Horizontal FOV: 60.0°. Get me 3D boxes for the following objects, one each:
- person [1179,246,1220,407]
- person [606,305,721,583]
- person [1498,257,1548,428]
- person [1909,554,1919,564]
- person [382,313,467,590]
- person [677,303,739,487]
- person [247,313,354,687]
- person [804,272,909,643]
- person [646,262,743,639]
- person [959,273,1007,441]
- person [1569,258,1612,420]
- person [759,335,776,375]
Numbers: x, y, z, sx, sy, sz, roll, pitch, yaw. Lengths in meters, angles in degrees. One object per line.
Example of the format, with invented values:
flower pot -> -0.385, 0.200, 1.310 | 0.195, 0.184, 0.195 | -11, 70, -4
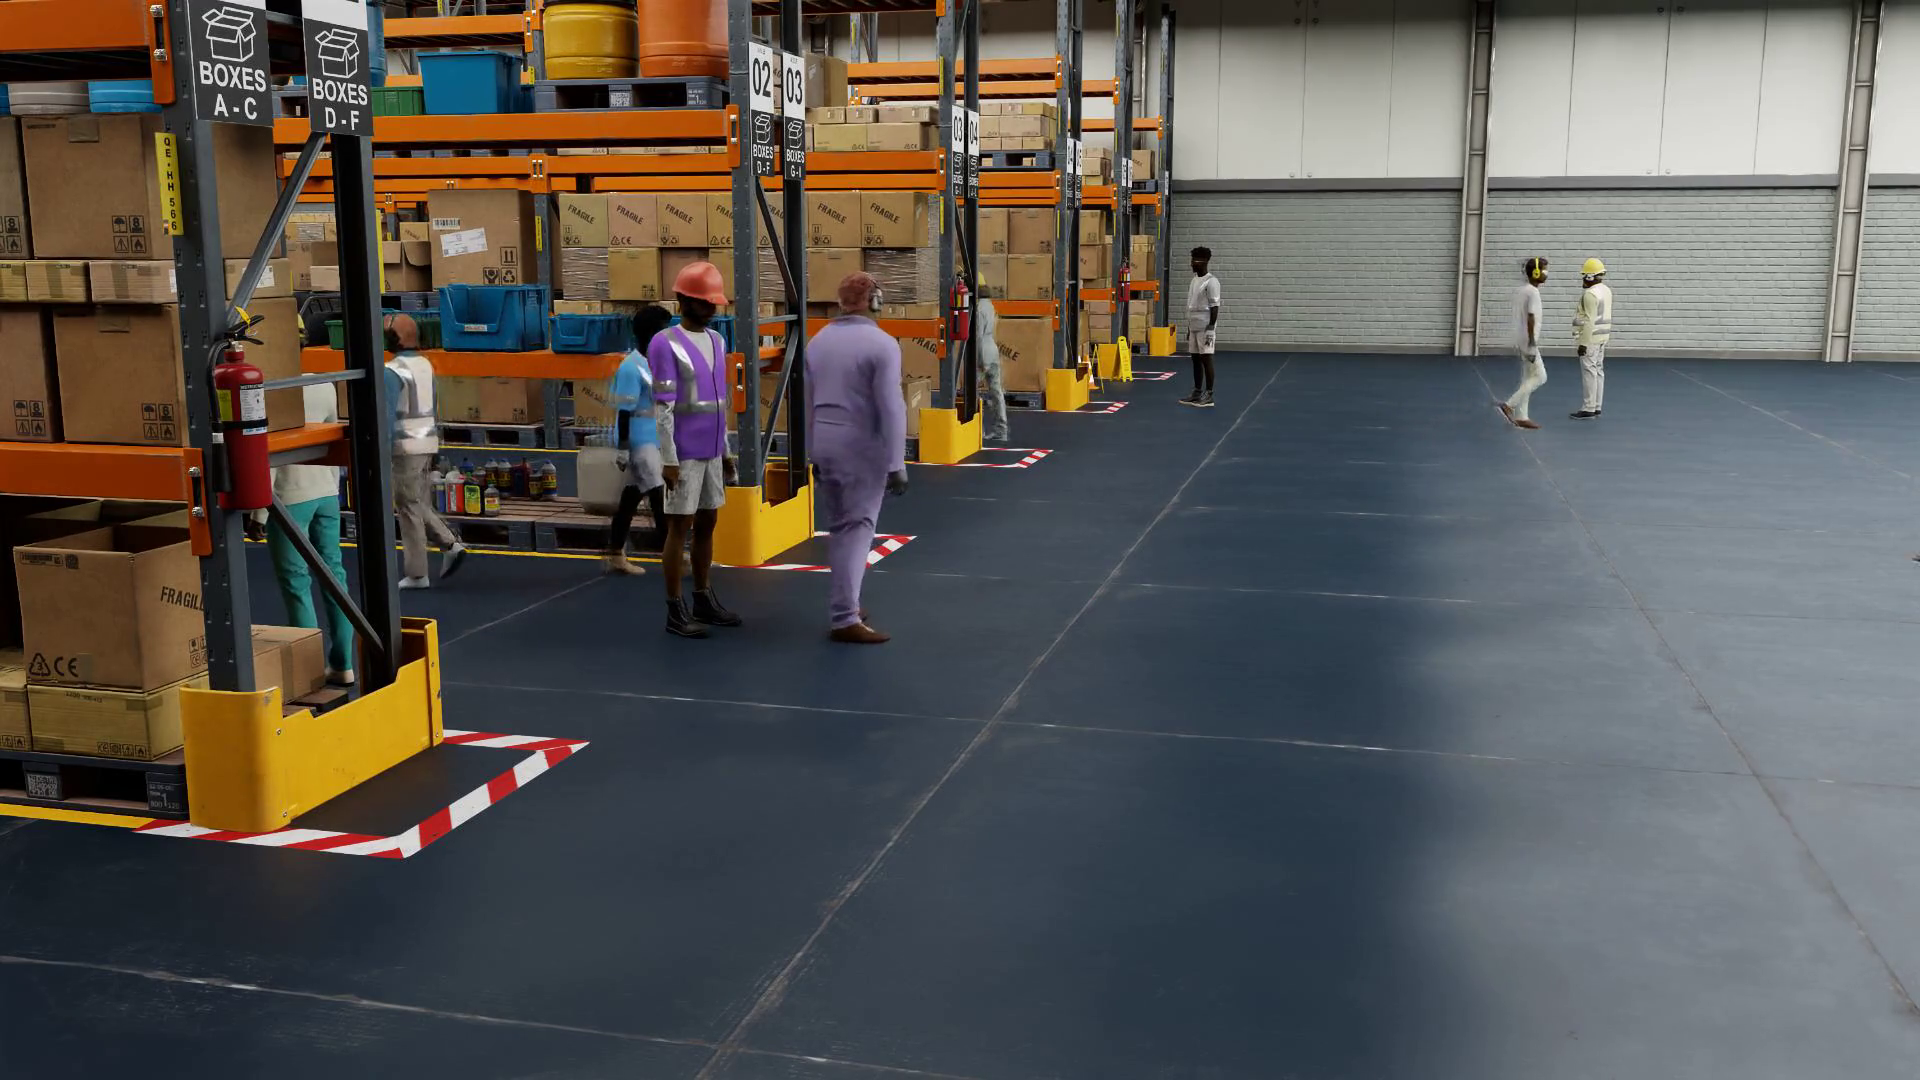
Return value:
person -> 2.968, -2.630, 20.512 | 0.361, 1.965, 0.613 | -4, 11, -20
person -> -1.796, -0.568, 9.946 | 0.820, 1.650, 0.535 | 1, 10, 5
person -> 6.148, -2.113, 17.962 | 0.427, 1.855, 0.546 | 1, 10, 8
person -> 6.291, -0.597, 10.257 | 0.718, 1.606, 0.520 | -3, 11, -16
person -> -3.198, -0.506, 9.702 | 0.393, 1.626, 0.516 | 1, 10, 6
person -> -2.138, -1.172, 13.479 | 0.850, 1.587, 0.514 | 3, 11, 19
person -> -2.965, -0.163, 7.401 | 0.330, 1.769, 0.526 | 4, 11, 21
person -> -0.523, -0.426, 8.576 | 0.557, 1.880, 0.668 | -9, 14, -42
person -> -1.354, -0.467, 8.629 | 0.366, 1.931, 0.542 | 5, 12, 28
person -> 0.206, -1.855, 16.904 | 0.620, 1.713, 0.524 | 5, 11, 25
person -> 7.204, -2.291, 19.009 | 0.403, 1.831, 0.595 | 8, 13, 39
person -> -2.259, -2.467, 19.422 | 0.407, 2.036, 0.606 | 2, 10, 9
